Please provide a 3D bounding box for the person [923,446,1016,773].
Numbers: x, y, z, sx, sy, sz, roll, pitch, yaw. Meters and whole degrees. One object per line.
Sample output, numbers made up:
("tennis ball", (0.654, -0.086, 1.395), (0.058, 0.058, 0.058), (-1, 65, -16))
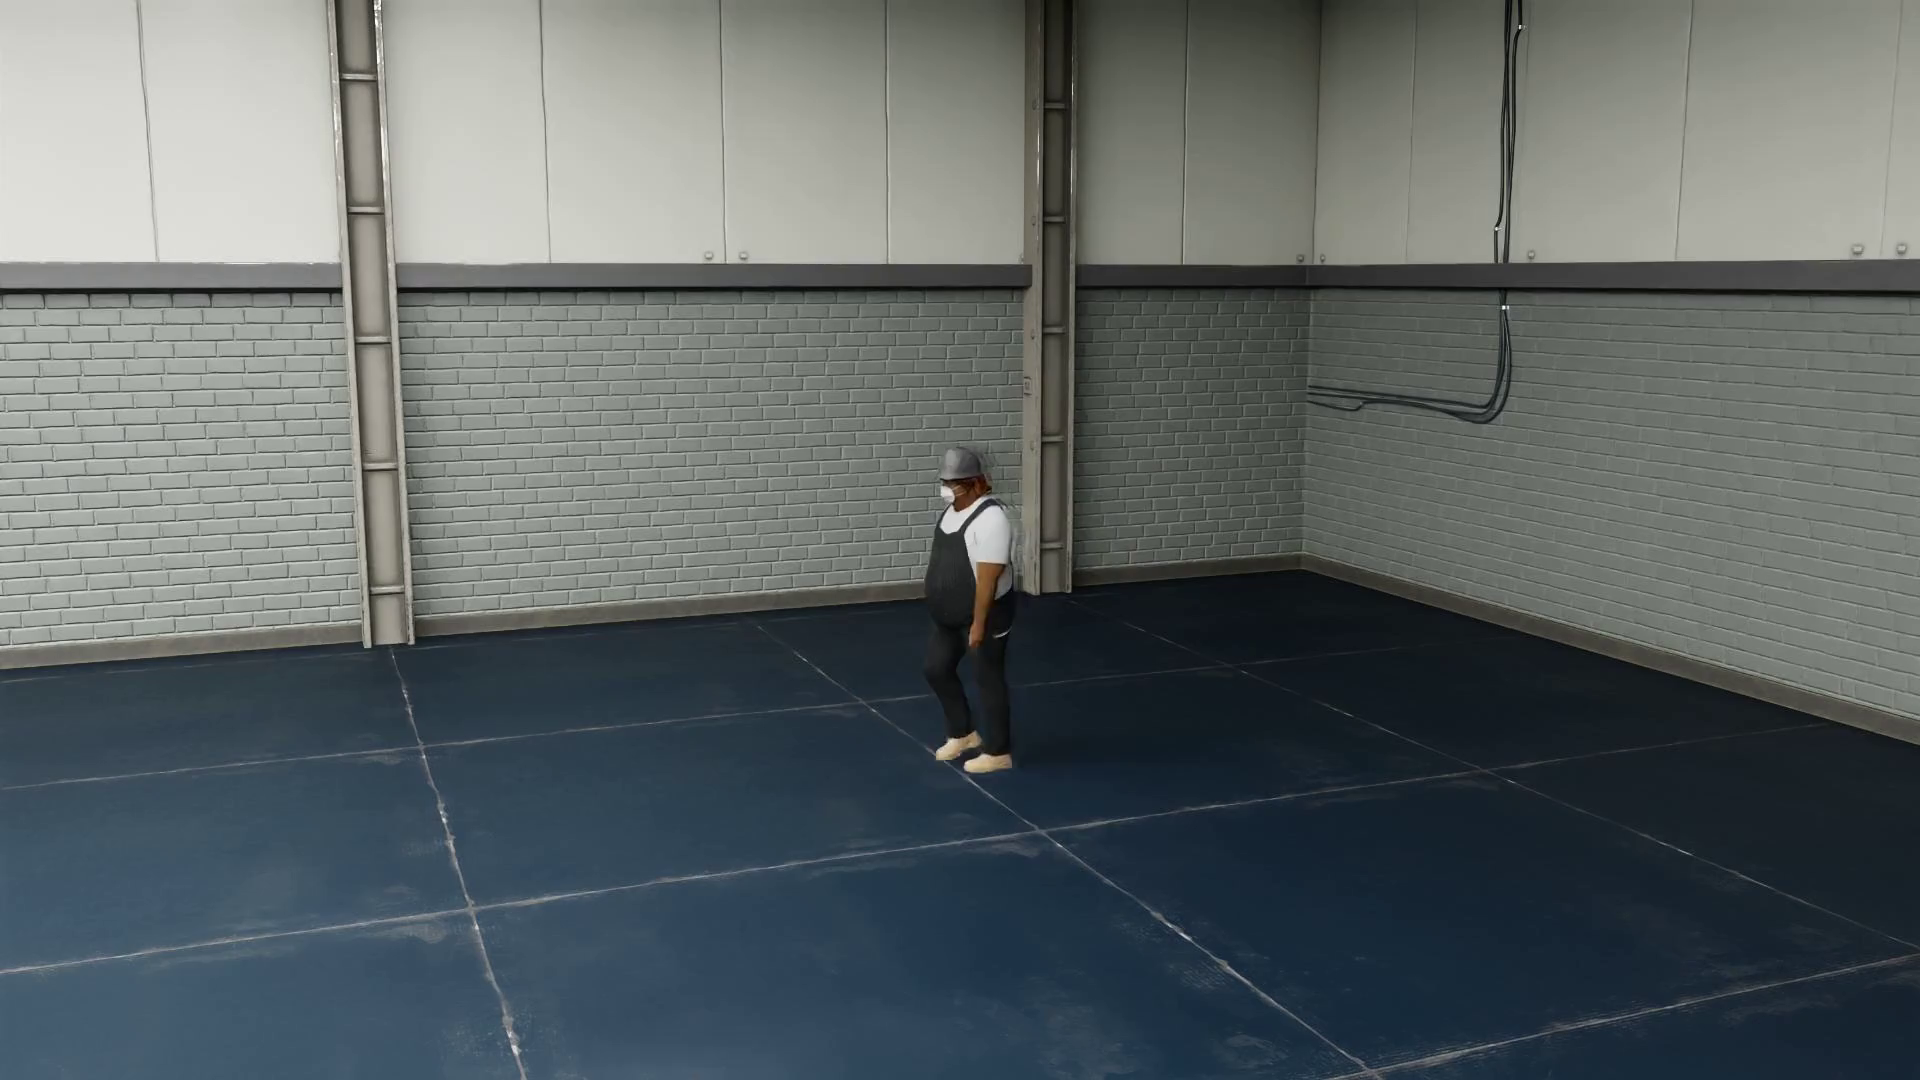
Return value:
("person", (0.057, 0.413, 10.120), (0.559, 2.000, 0.702), (-5, 10, -30))
